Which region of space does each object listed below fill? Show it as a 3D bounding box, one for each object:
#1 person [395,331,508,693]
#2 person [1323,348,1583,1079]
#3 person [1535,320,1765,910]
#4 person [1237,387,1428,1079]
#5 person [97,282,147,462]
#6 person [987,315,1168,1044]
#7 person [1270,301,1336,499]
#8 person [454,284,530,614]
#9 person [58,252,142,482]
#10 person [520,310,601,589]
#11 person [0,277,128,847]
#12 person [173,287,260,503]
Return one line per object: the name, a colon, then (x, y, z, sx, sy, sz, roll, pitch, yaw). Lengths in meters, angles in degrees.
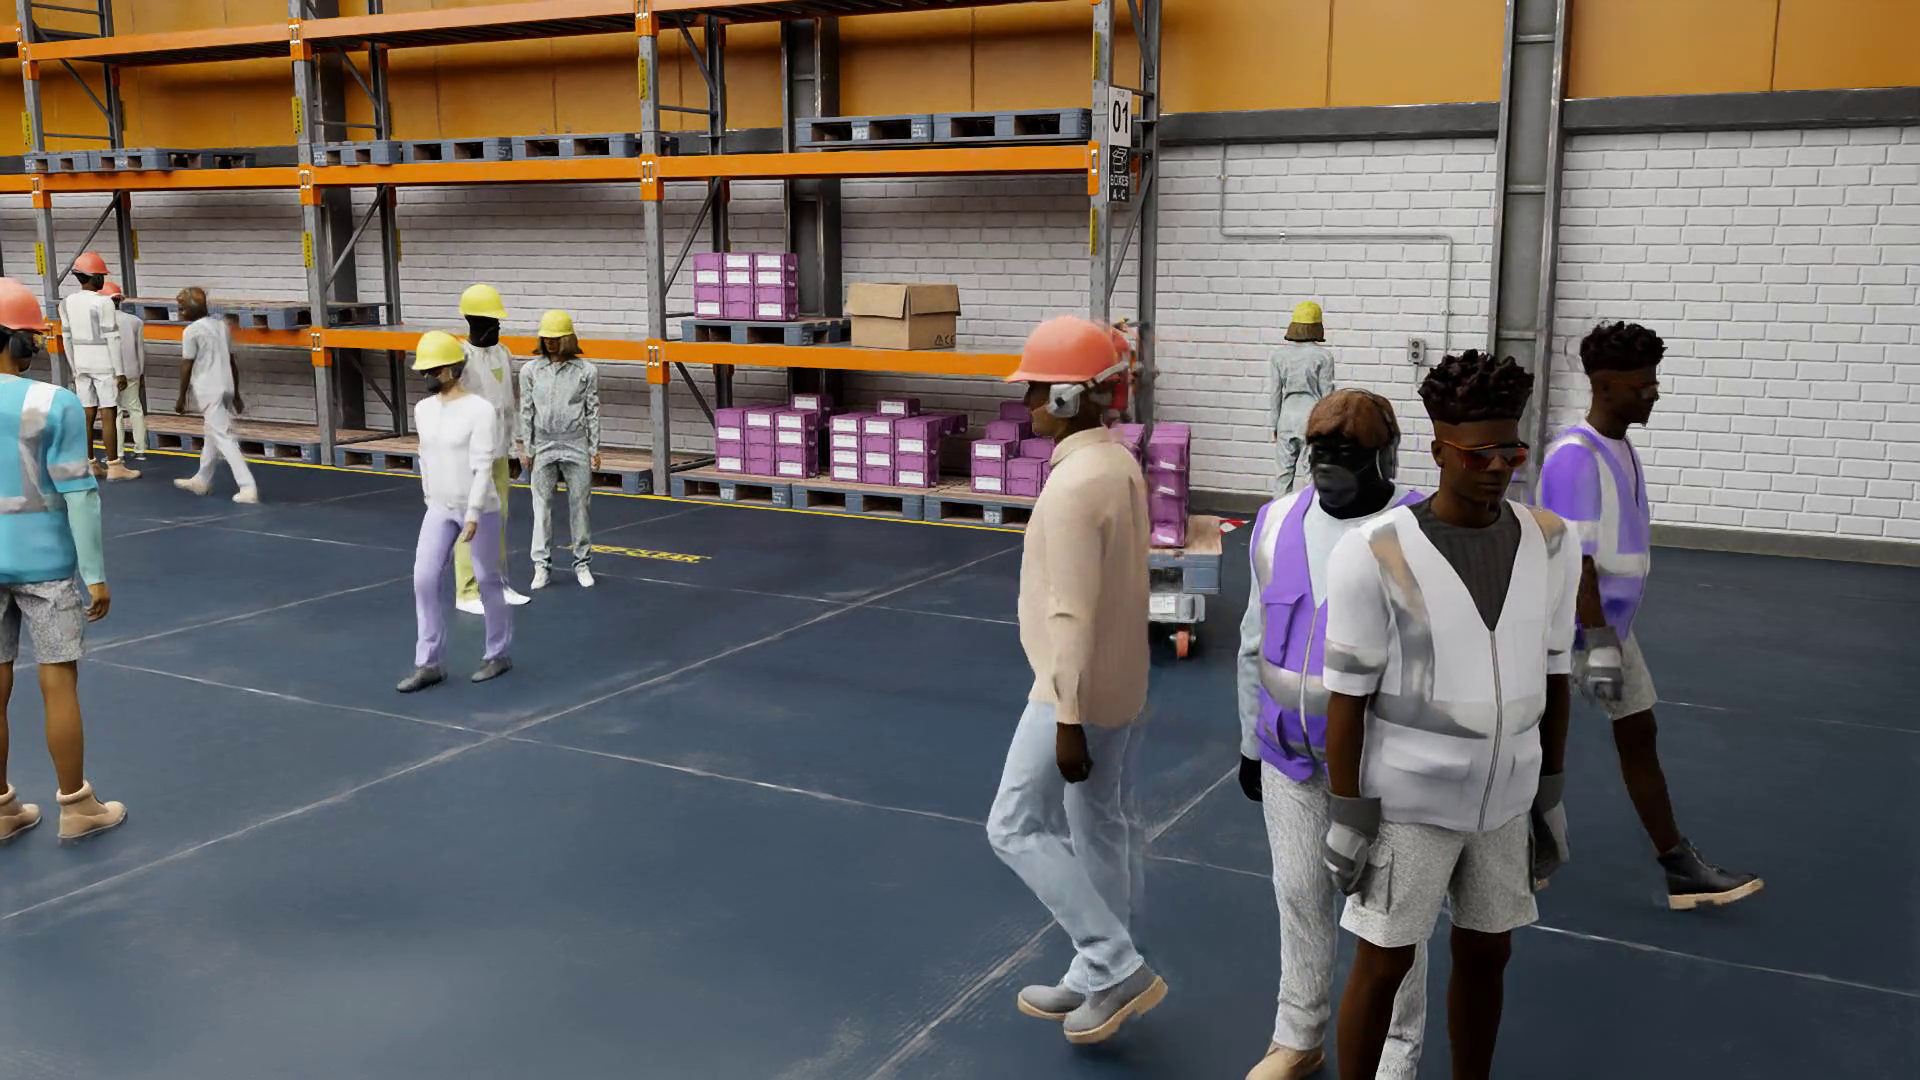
person: (-2.460, -0.123, 7.999, 0.525, 1.736, 0.740, 4, 11, 22)
person: (1.077, 0.555, 3.676, 0.606, 1.958, 0.382, -3, 11, -14)
person: (2.090, 0.267, 5.357, 0.990, 1.912, 0.622, 9, 14, 41)
person: (0.943, 0.540, 4.095, 0.628, 1.835, 0.430, 9, 14, 42)
person: (-8.210, -1.631, 16.206, 0.334, 1.749, 0.570, 5, 12, 28)
person: (0.310, 0.392, 4.490, 0.424, 1.981, 0.613, 4, 11, 23)
person: (2.405, -0.795, 11.651, 0.484, 1.744, 0.295, 7, 13, 35)
person: (-2.763, -0.524, 9.696, 0.399, 1.918, 0.582, 3, 11, 19)
person: (-7.722, -1.541, 14.911, 0.605, 2.045, 0.379, 4, 11, 20)
person: (-2.482, -0.558, 10.362, 0.485, 1.739, 0.313, -2, 11, -12)
person: (-3.371, 0.089, 5.981, 0.615, 2.041, 0.392, 0, 10, -1)
person: (-6.195, -1.186, 13.710, 0.905, 1.784, 0.519, 2, 11, 10)
